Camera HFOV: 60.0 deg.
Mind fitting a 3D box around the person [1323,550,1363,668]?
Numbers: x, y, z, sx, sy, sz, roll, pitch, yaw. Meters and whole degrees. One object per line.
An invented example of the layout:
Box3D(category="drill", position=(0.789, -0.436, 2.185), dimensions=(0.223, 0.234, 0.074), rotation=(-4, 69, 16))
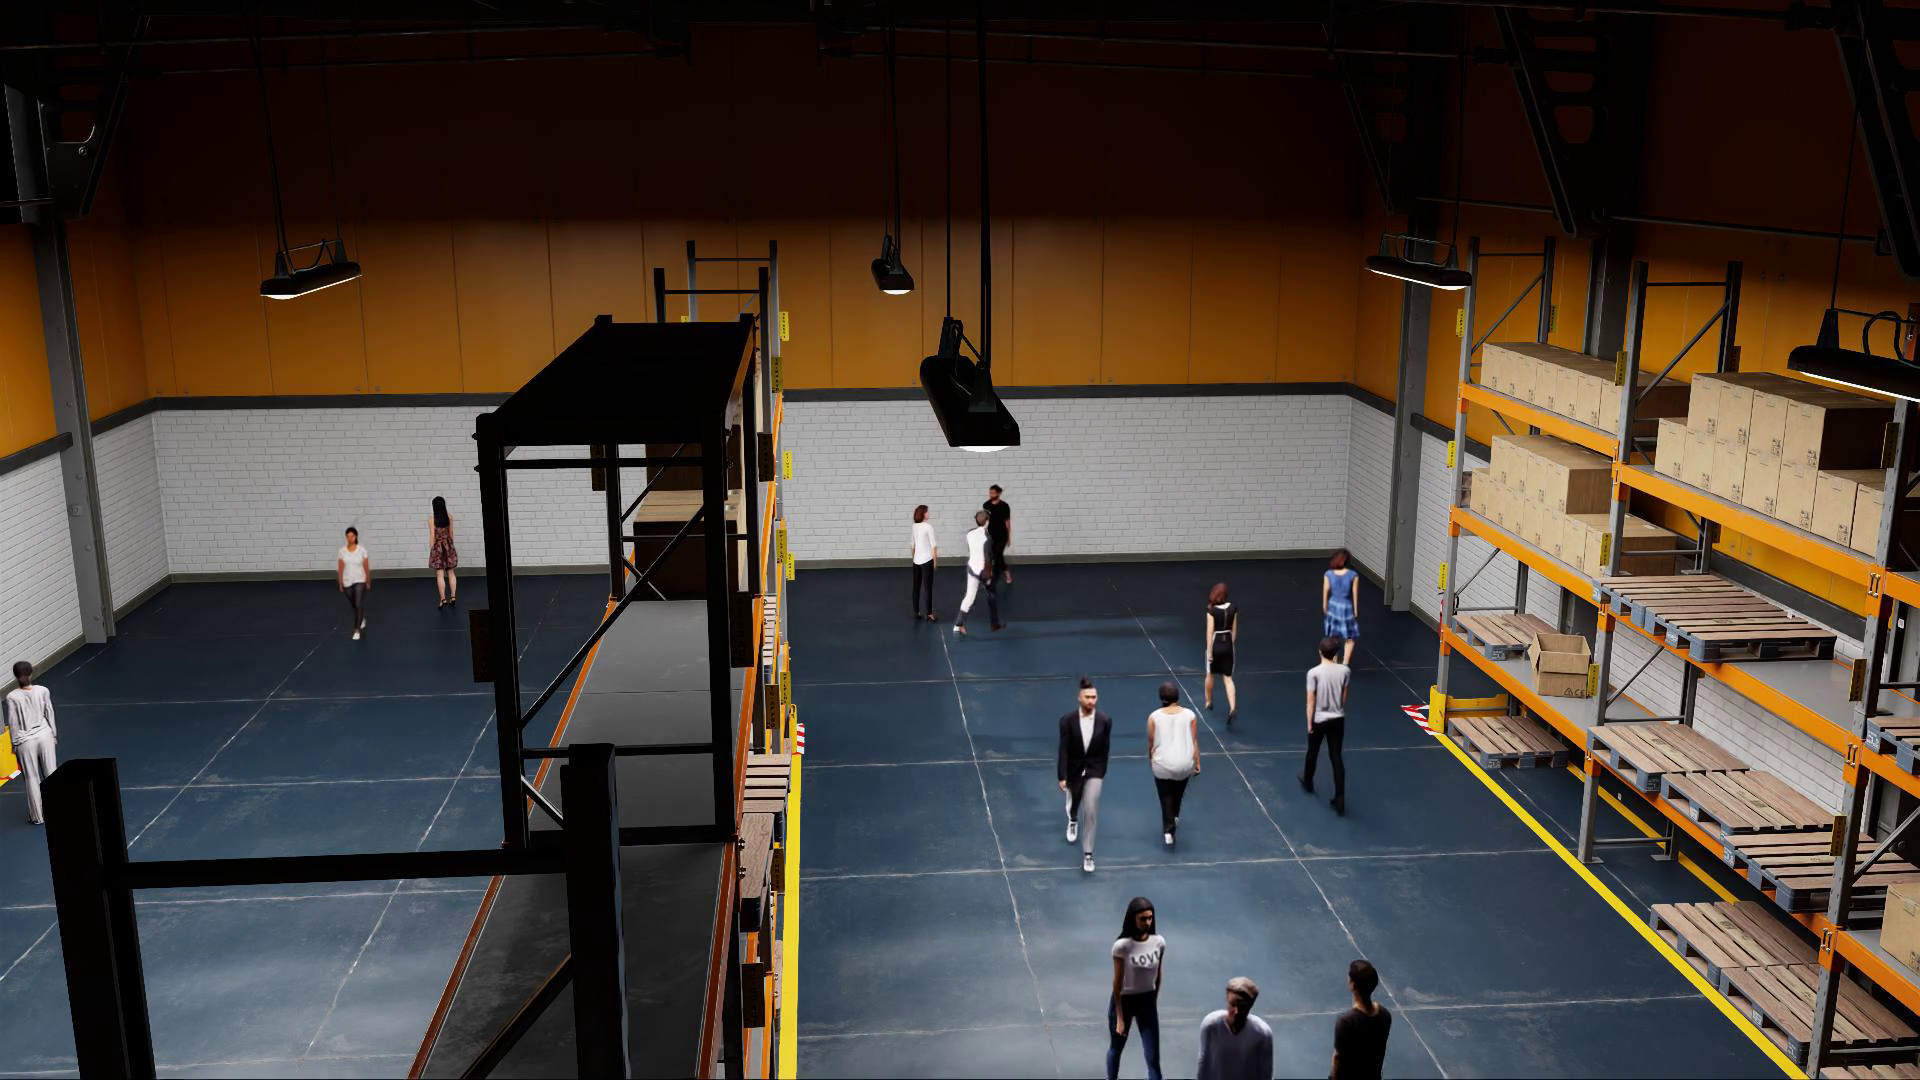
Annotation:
Box3D(category="person", position=(5.065, 1.026, 22.174), dimensions=(0.809, 1.798, 0.833), rotation=(6, 15, 23))

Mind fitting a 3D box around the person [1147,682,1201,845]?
Box3D(category="person", position=(2.173, 2.327, 17.127), dimensions=(0.743, 1.644, 1.102), rotation=(0, 14, 1))

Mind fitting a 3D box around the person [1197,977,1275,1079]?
Box3D(category="person", position=(1.796, 3.696, 10.966), dimensions=(0.820, 1.884, 0.868), rotation=(5, 14, 19))

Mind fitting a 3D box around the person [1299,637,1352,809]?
Box3D(category="person", position=(4.022, 2.012, 18.042), dimensions=(0.671, 1.826, 1.176), rotation=(-2, 14, -7))

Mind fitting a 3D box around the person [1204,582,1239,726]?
Box3D(category="person", position=(3.273, 1.439, 20.561), dimensions=(0.684, 1.755, 1.144), rotation=(-3, 14, -11))

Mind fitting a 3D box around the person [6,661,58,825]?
Box3D(category="person", position=(-9.823, 2.136, 17.641), dimensions=(0.678, 1.774, 0.714), rotation=(-12, 18, -41))

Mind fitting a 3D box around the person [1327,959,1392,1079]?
Box3D(category="person", position=(2.732, 3.707, 11.304), dimensions=(0.724, 1.703, 0.712), rotation=(-6, 15, -23))

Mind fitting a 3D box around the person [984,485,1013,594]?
Box3D(category="person", position=(0.650, -0.037, 26.741), dimensions=(1.075, 1.716, 1.240), rotation=(8, 16, 30))

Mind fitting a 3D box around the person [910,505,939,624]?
Box3D(category="person", position=(-0.562, 0.356, 24.952), dimensions=(0.677, 1.793, 0.728), rotation=(10, 17, 36))

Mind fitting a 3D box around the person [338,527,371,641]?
Box3D(category="person", position=(-8.827, 0.614, 24.286), dimensions=(0.580, 1.605, 1.101), rotation=(-2, 14, -6))

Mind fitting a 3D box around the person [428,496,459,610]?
Box3D(category="person", position=(-7.993, 0.187, 25.690), dimensions=(0.862, 1.774, 0.804), rotation=(12, 18, 40))

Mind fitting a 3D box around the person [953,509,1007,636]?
Box3D(category="person", position=(0.218, 0.509, 24.188), dimensions=(1.209, 1.855, 1.232), rotation=(12, 18, 41))

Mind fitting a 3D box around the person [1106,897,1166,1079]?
Box3D(category="person", position=(1.227, 3.442, 12.320), dimensions=(0.797, 1.740, 1.089), rotation=(-5, 14, -19))

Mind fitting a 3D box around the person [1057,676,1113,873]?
Box3D(category="person", position=(1.228, 2.282, 16.748), dimensions=(0.806, 1.912, 1.288), rotation=(1, 14, 4))
